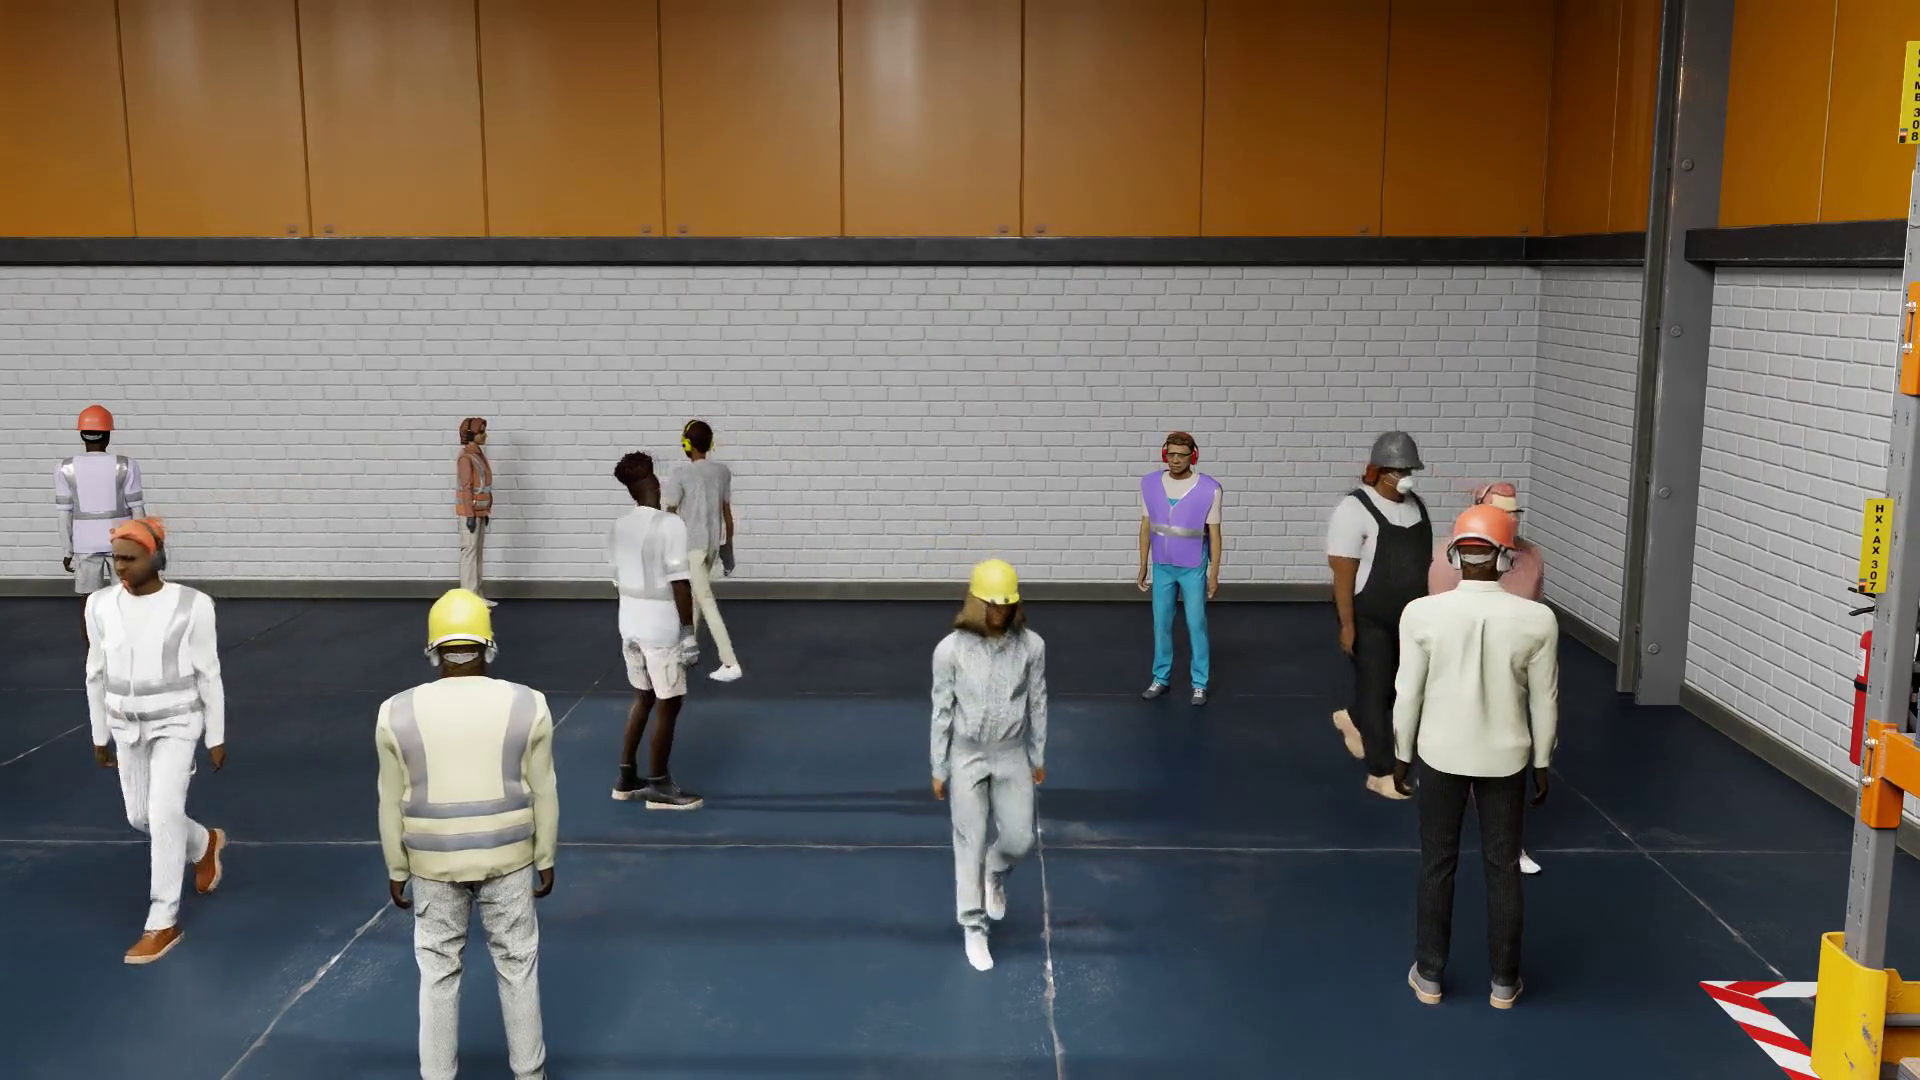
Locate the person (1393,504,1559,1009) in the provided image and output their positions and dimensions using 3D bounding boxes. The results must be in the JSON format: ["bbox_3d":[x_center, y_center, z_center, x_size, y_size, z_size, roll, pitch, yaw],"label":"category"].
[{"bbox_3d":[2.015,0.850,6.549,0.616,1.983,0.404,2,10,14],"label":"person"}]

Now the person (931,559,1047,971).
[{"bbox_3d":[0.111,0.908,6.978,0.510,1.725,0.493,-2,10,-13],"label":"person"}]

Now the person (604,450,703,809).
[{"bbox_3d":[-1.645,0.499,8.868,0.405,1.928,0.658,-8,12,-40],"label":"person"}]

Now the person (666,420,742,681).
[{"bbox_3d":[-1.858,0.066,11.757,0.966,1.823,0.536,8,12,40],"label":"person"}]

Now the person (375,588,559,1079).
[{"bbox_3d":[-1.676,1.074,5.706,0.591,1.823,0.405,-2,10,-14],"label":"person"}]

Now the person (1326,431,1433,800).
[{"bbox_3d":[2.327,0.372,9.245,0.705,2.000,0.713,-6,11,-31],"label":"person"}]

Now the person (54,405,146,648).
[{"bbox_3d":[-5.975,0.028,11.617,0.551,1.934,0.373,-4,10,-22],"label":"person"}]

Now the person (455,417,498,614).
[{"bbox_3d":[-4.064,-0.211,13.931,0.315,1.641,0.515,-1,9,-3],"label":"person"}]

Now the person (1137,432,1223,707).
[{"bbox_3d":[1.466,0.187,11.010,0.574,1.831,0.409,6,11,31],"label":"person"}]

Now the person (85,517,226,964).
[{"bbox_3d":[-3.449,0.805,7.215,0.584,1.862,0.822,1,10,6],"label":"person"}]

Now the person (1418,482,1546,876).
[{"bbox_3d":[2.599,0.621,8.271,0.649,1.869,0.970,-4,10,-24],"label":"person"}]
